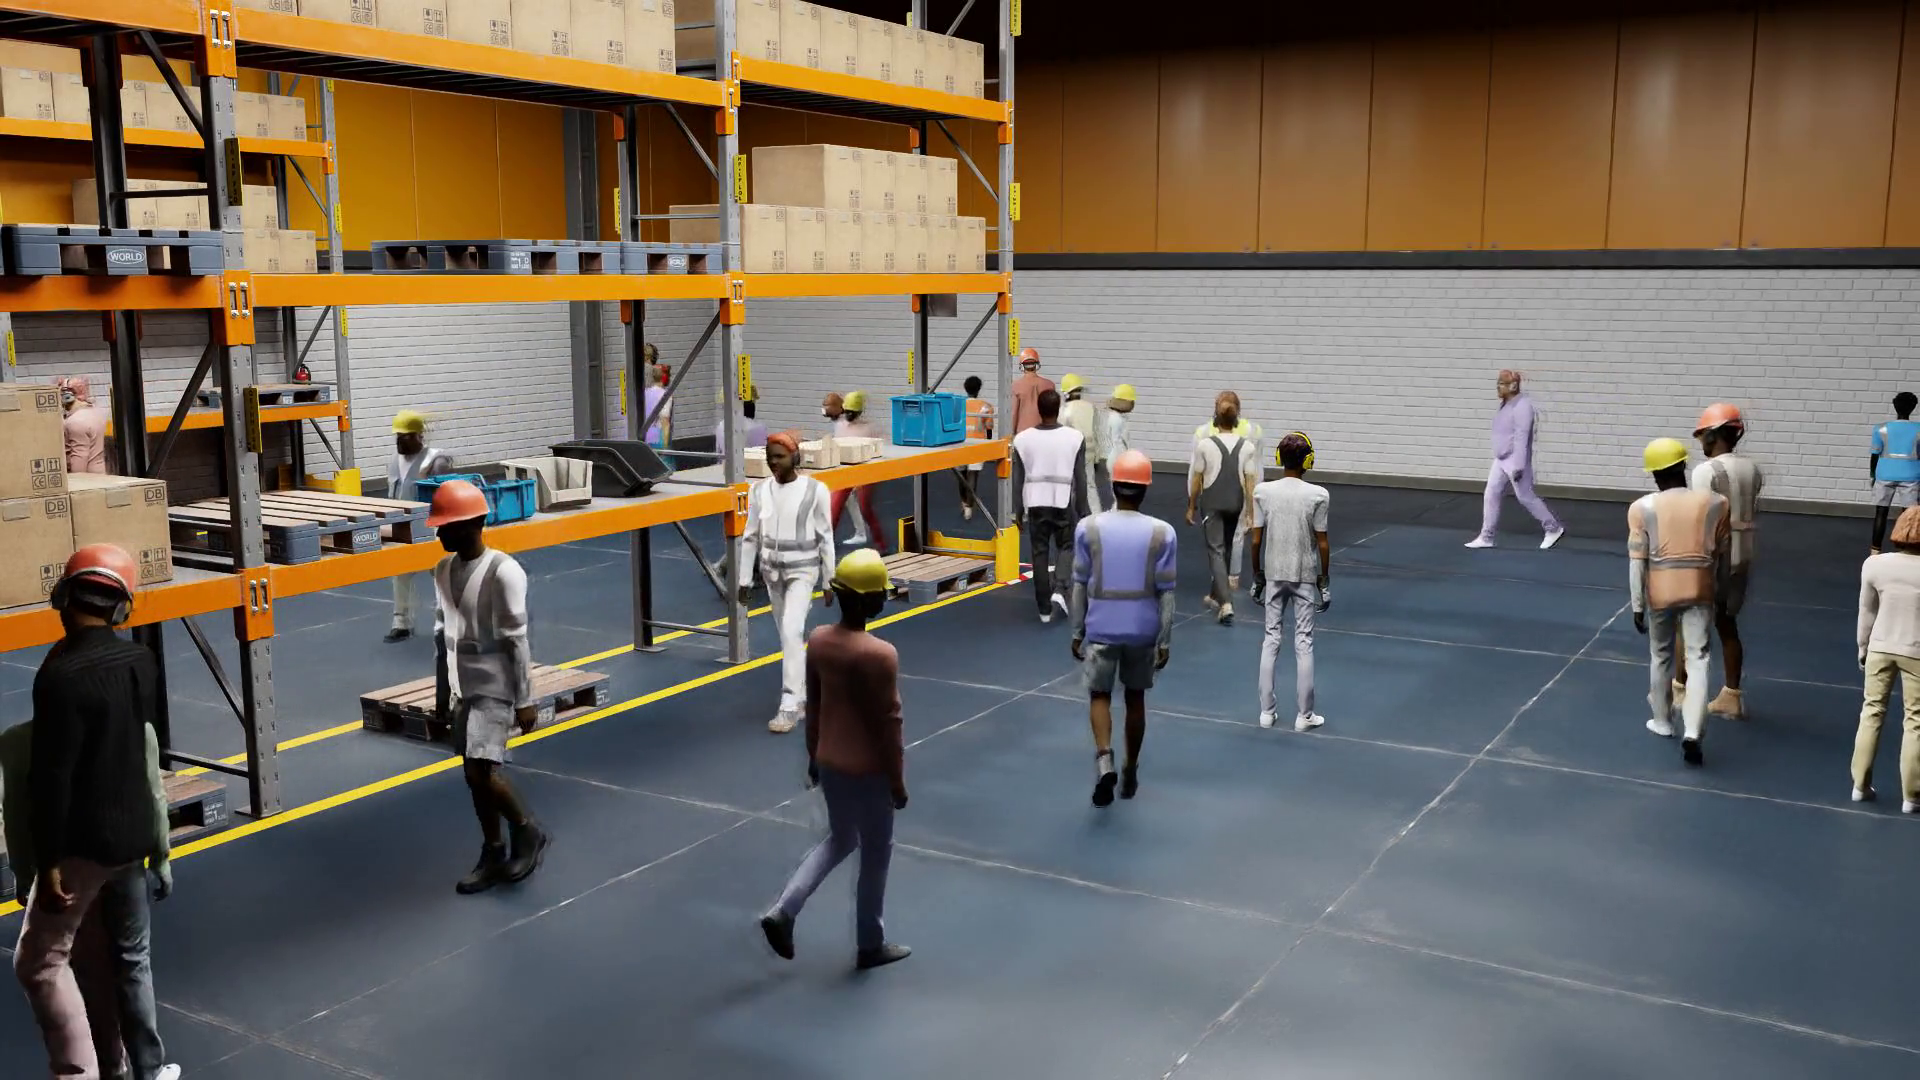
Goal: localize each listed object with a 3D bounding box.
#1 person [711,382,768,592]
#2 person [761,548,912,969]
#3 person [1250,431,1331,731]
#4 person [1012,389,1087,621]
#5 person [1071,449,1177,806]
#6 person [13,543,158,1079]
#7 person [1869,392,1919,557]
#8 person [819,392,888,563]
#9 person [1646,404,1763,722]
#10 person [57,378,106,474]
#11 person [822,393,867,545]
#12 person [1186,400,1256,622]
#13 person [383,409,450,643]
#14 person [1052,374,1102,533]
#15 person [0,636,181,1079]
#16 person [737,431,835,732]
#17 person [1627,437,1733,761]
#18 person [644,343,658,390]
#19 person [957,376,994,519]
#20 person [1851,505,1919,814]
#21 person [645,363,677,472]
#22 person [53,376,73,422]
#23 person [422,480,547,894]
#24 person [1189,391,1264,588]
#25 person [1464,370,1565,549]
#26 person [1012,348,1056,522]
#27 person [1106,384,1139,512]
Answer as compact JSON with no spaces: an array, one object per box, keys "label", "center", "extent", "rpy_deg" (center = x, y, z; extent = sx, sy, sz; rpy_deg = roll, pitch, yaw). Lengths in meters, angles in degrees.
[{"label":"person","center":[-1.946,-0.463,14.740],"extent":[0.596,1.907,0.788],"rpy_deg":[8,12,41]},{"label":"person","center":[-0.470,0.906,6.679],"extent":[0.550,1.750,0.530],"rpy_deg":[-8,12,-41]},{"label":"person","center":[2.060,0.257,10.353],"extent":[0.516,1.872,0.327],"rpy_deg":[4,10,26]},{"label":"person","center":[0.728,-0.274,13.529],"extent":[0.613,1.908,0.440],"rpy_deg":[1,9,6]},{"label":"person","center":[0.867,0.481,8.816],"extent":[0.554,1.918,0.662],"rpy_deg":[1,9,4]},{"label":"person","center":[-2.936,1.002,5.513],"extent":[0.488,1.944,0.686],"rpy_deg":[-1,9,-8]},{"label":"person","center":[9.174,-0.600,16.259],"extent":[0.537,1.694,0.318],"rpy_deg":[5,11,30]},{"label":"person","center":[-1.043,-0.607,16.300],"extent":[0.536,1.702,0.851],"rpy_deg":[7,11,36]},{"label":"person","center":[4.779,0.143,10.666],"extent":[0.692,1.993,0.746],"rpy_deg":[-5,10,-30]},{"label":"person","center":[-7.995,-0.525,15.138],"extent":[0.406,1.902,0.639],"rpy_deg":[-2,9,-12]},{"label":"person","center":[-1.355,-0.723,17.290],"extent":[0.845,1.587,0.522],"rpy_deg":[-2,9,-13]},{"label":"person","center":[2.175,-0.249,13.708],"extent":[0.511,1.813,0.934],"rpy_deg":[-2,9,-12]},{"label":"person","center":[-4.200,-0.136,13.036],"extent":[0.587,1.804,0.855],"rpy_deg":[3,10,19]},{"label":"person","center":[1.275,-0.885,17.791],"extent":[0.603,1.780,0.965],"rpy_deg":[-5,10,-28]},{"label":"person","center":[-2.949,1.127,5.649],"extent":[0.504,1.632,0.269],"rpy_deg":[-2,9,-13]},{"label":"person","center":[-1.133,0.258,10.376],"extent":[0.597,1.853,0.780],"rpy_deg":[5,10,26]},{"label":"person","center":[4.264,0.337,9.865],"extent":[0.619,1.871,0.917],"rpy_deg":[3,10,17]},{"label":"person","center":[-4.066,-1.591,21.699],"extent":[0.627,1.936,0.362],"rpy_deg":[6,11,31]},{"label":"person","center":[0.124,-1.083,19.396],"extent":[0.538,1.641,0.878],"rpy_deg":[2,9,12]},{"label":"person","center":[5.010,0.625,8.826],"extent":[0.284,1.625,0.496],"rpy_deg":[-7,11,-37]},{"label":"person","center":[-3.527,-1.109,19.060],"extent":[0.800,1.820,0.573],"rpy_deg":[-8,12,-40]},{"label":"person","center":[-8.442,-0.594,15.645],"extent":[0.897,1.867,0.655],"rpy_deg":[-3,10,-20]},{"label":"person","center":[-2.192,0.678,7.553],"extent":[0.585,1.920,0.408],"rpy_deg":[7,11,36]},{"label":"person","center":[2.356,-0.419,14.769],"extent":[0.648,1.811,0.793],"rpy_deg":[0,9,3]},{"label":"person","center":[5.748,-0.823,17.100],"extent":[0.948,1.868,0.649],"rpy_deg":[-1,9,-6]},{"label":"person","center":[0.804,-1.200,19.081],"extent":[0.613,1.985,0.402],"rpy_deg":[-4,10,-21]},{"label":"person","center":[1.628,-0.735,16.978],"extent":[0.414,1.725,0.552],"rpy_deg":[1,9,9]}]
